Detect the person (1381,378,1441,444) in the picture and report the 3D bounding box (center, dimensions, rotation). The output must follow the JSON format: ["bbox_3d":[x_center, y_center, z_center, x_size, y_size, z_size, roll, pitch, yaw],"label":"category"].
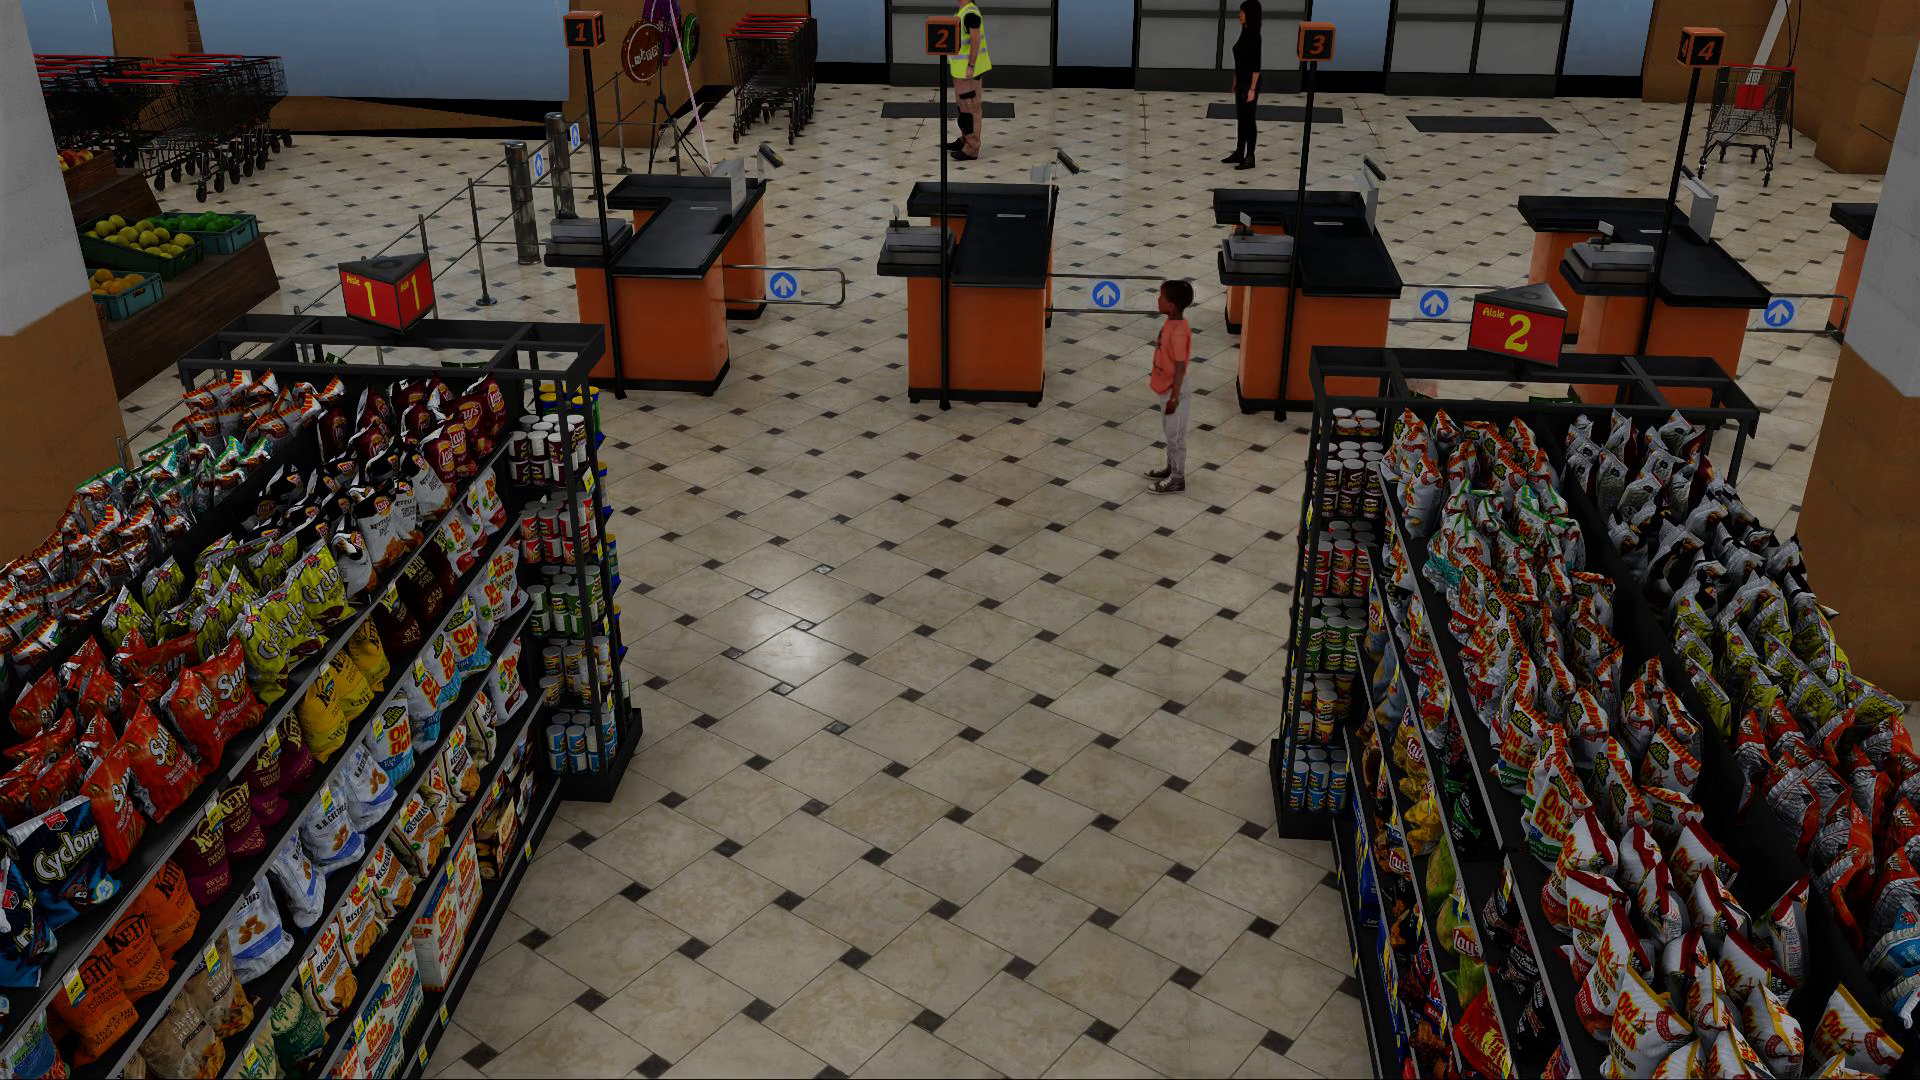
[{"bbox_3d":[1.829,0.017,7.602,0.792,1.663,0.909,7,28,13],"label":"person"}]

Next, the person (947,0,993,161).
[{"bbox_3d":[0.063,-4.835,16.967,0.827,1.846,0.734,-4,27,-8],"label":"person"}]

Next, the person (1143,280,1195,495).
[{"bbox_3d":[1.267,-0.912,9.825,0.563,1.309,0.410,1,27,1],"label":"person"}]

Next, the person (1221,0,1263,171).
[{"bbox_3d":[2.890,-4.568,16.668,0.696,1.642,0.558,-7,28,-14],"label":"person"}]
